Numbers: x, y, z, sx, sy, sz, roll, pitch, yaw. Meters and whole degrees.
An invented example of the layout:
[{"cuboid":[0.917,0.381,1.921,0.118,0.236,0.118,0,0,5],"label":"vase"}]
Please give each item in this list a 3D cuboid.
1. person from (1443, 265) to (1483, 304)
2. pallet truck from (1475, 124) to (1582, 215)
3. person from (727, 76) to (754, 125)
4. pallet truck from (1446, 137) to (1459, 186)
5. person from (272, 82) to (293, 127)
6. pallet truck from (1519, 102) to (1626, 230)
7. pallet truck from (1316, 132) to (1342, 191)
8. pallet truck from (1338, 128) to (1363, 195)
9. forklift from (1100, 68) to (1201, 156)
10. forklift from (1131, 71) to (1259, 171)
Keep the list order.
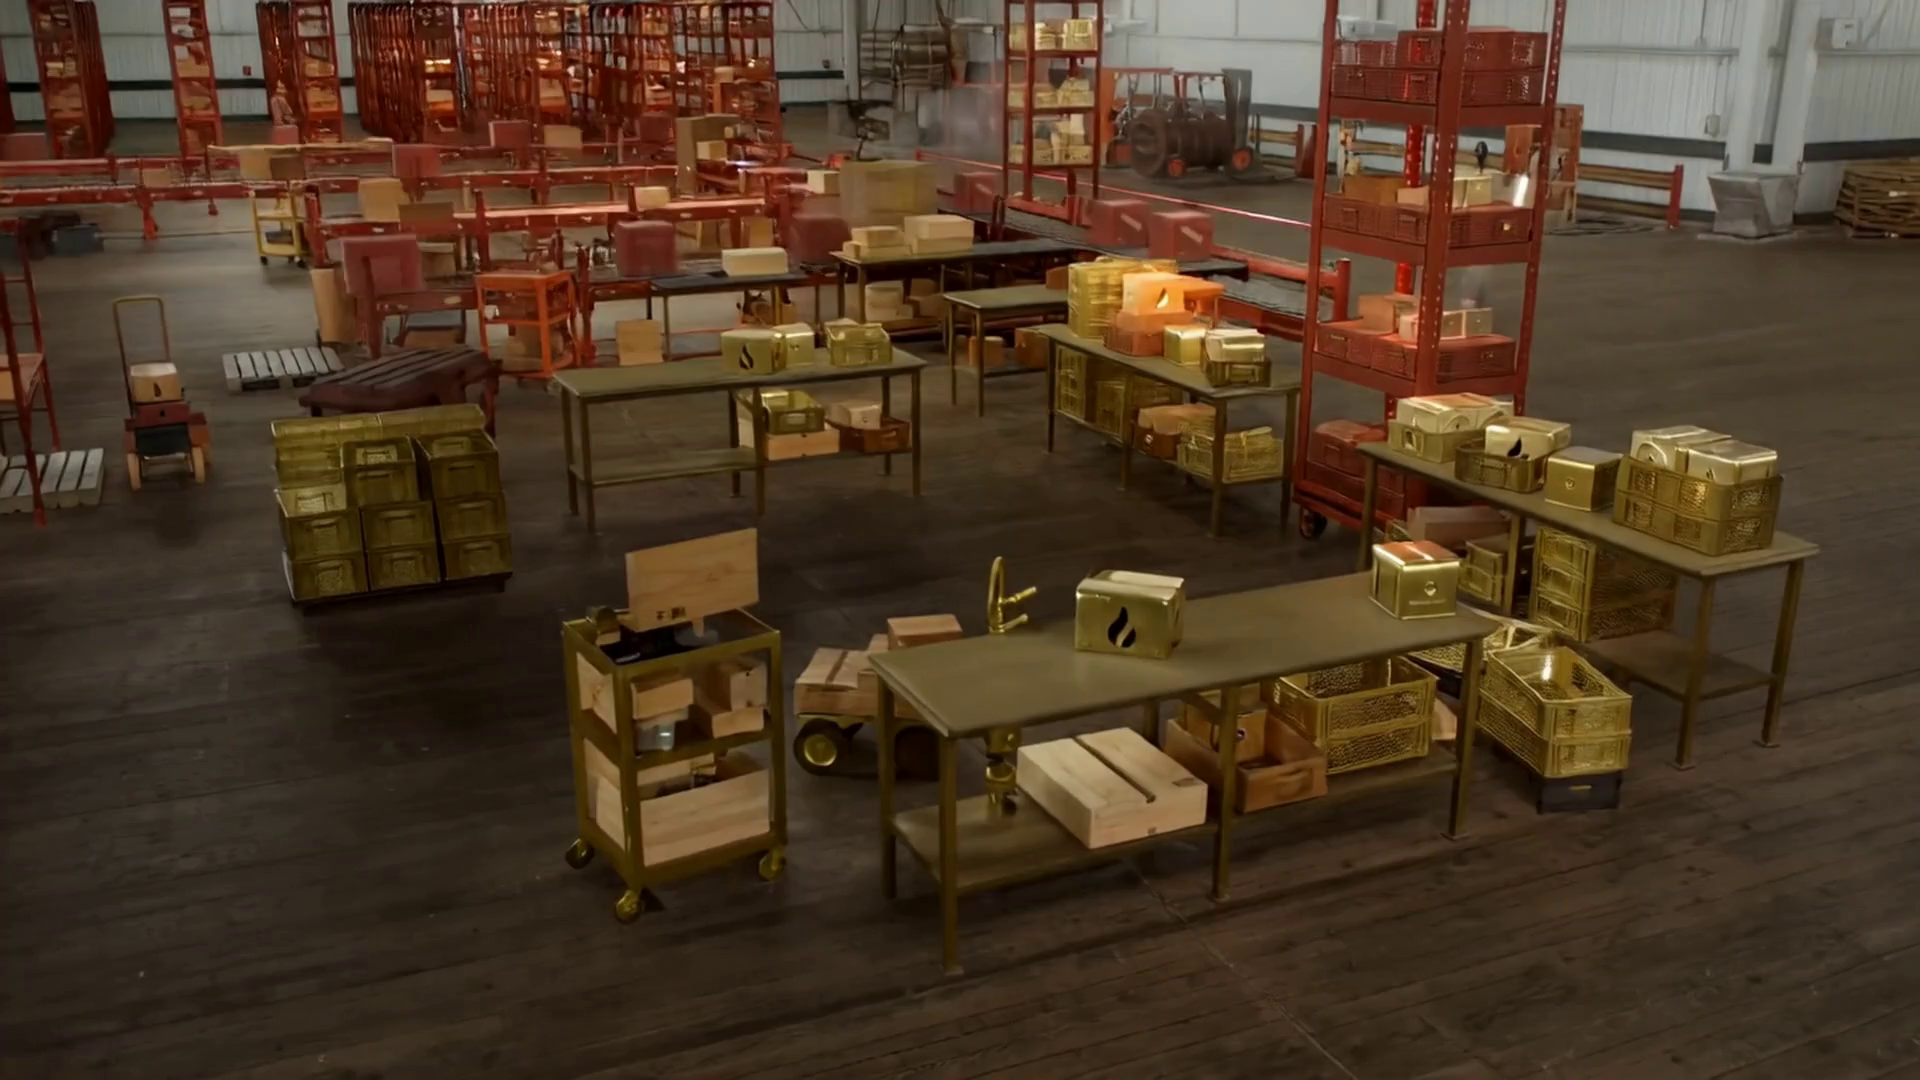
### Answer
[{"cuboid":[3.968,-1.586,13.020,0.782,1.852,0.516,-2,18,-5],"label":"person"},{"cuboid":[9.707,-6.455,28.103,1.885,1.965,0.823,-7,19,-20],"label":"pallet truck"},{"cuboid":[-4.938,-9.423,37.451,0.622,1.996,0.371,3,18,9],"label":"person"},{"cuboid":[9.184,-6.485,29.328,1.630,1.274,0.653,-8,19,-23],"label":"pallet truck"},{"cuboid":[-15.401,-9.480,37.899,0.404,1.833,0.590,-2,18,-5],"label":"person"},{"cuboid":[9.972,-6.037,26.785,1.885,1.965,0.823,-9,20,-25],"label":"pallet truck"},{"cuboid":[7.723,-7.504,32.656,1.601,1.201,0.680,-8,19,-23],"label":"pallet truck"},{"cuboid":[7.845,-7.140,31.411,1.522,1.261,0.704,-9,20,-25],"label":"pallet truck"},{"cuboid":[4.082,-9.564,37.410,2.680,1.987,1.157,-8,19,-23],"label":"forklift"},{"cuboid":[4.998,-8.936,35.413,2.680,1.987,1.157,-9,20,-25],"label":"forklift"}]
